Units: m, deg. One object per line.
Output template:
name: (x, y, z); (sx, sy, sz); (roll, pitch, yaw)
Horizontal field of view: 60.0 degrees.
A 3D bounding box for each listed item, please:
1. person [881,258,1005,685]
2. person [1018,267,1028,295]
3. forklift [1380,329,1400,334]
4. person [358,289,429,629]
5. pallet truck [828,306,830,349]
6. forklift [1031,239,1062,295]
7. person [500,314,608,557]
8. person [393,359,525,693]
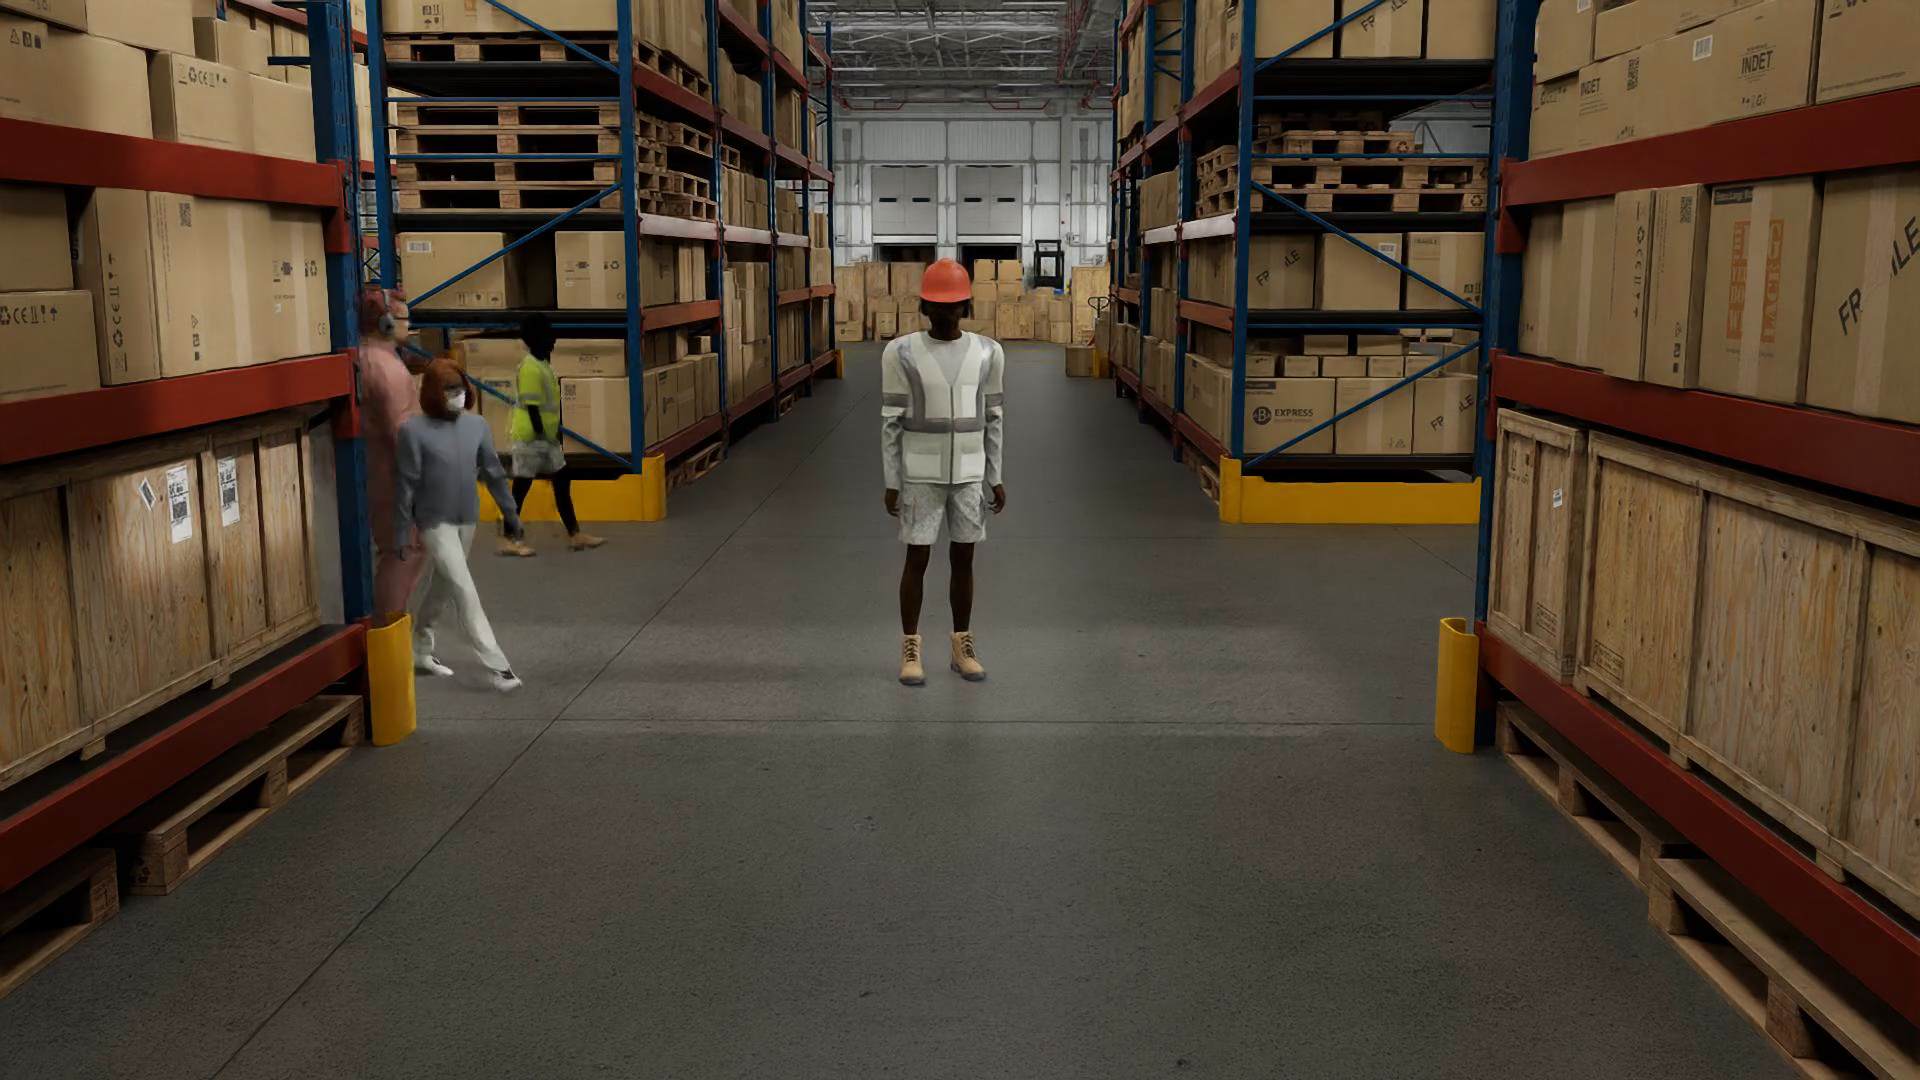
person: (-0.066, -0.317, 7.973); (0.610, 2.040, 0.394); (-3, 10, -15)
person: (2.054, -7.870, 53.570); (0.615, 1.924, 0.641); (2, 10, 11)
forklift: (7.662, -4.880, 32.792); (1.873, 2.768, 1.129); (-3, 10, -17)
person: (-2.801, -0.297, 8.289); (0.478, 1.889, 0.655); (-7, 12, -35)
pallet truck: (-3.100, -3.940, 29.800); (1.885, 1.965, 0.823); (3, 10, 19)
forklift: (3.107, -9.193, 58.628); (1.129, 2.768, 1.873); (2, 10, 9)
person: (-2.814, -0.706, 11.402); (0.800, 1.665, 0.546); (0, 9, -1)
person: (-2.383, -0.071, 7.876); (0.871, 1.568, 0.600); (6, 11, 32)
